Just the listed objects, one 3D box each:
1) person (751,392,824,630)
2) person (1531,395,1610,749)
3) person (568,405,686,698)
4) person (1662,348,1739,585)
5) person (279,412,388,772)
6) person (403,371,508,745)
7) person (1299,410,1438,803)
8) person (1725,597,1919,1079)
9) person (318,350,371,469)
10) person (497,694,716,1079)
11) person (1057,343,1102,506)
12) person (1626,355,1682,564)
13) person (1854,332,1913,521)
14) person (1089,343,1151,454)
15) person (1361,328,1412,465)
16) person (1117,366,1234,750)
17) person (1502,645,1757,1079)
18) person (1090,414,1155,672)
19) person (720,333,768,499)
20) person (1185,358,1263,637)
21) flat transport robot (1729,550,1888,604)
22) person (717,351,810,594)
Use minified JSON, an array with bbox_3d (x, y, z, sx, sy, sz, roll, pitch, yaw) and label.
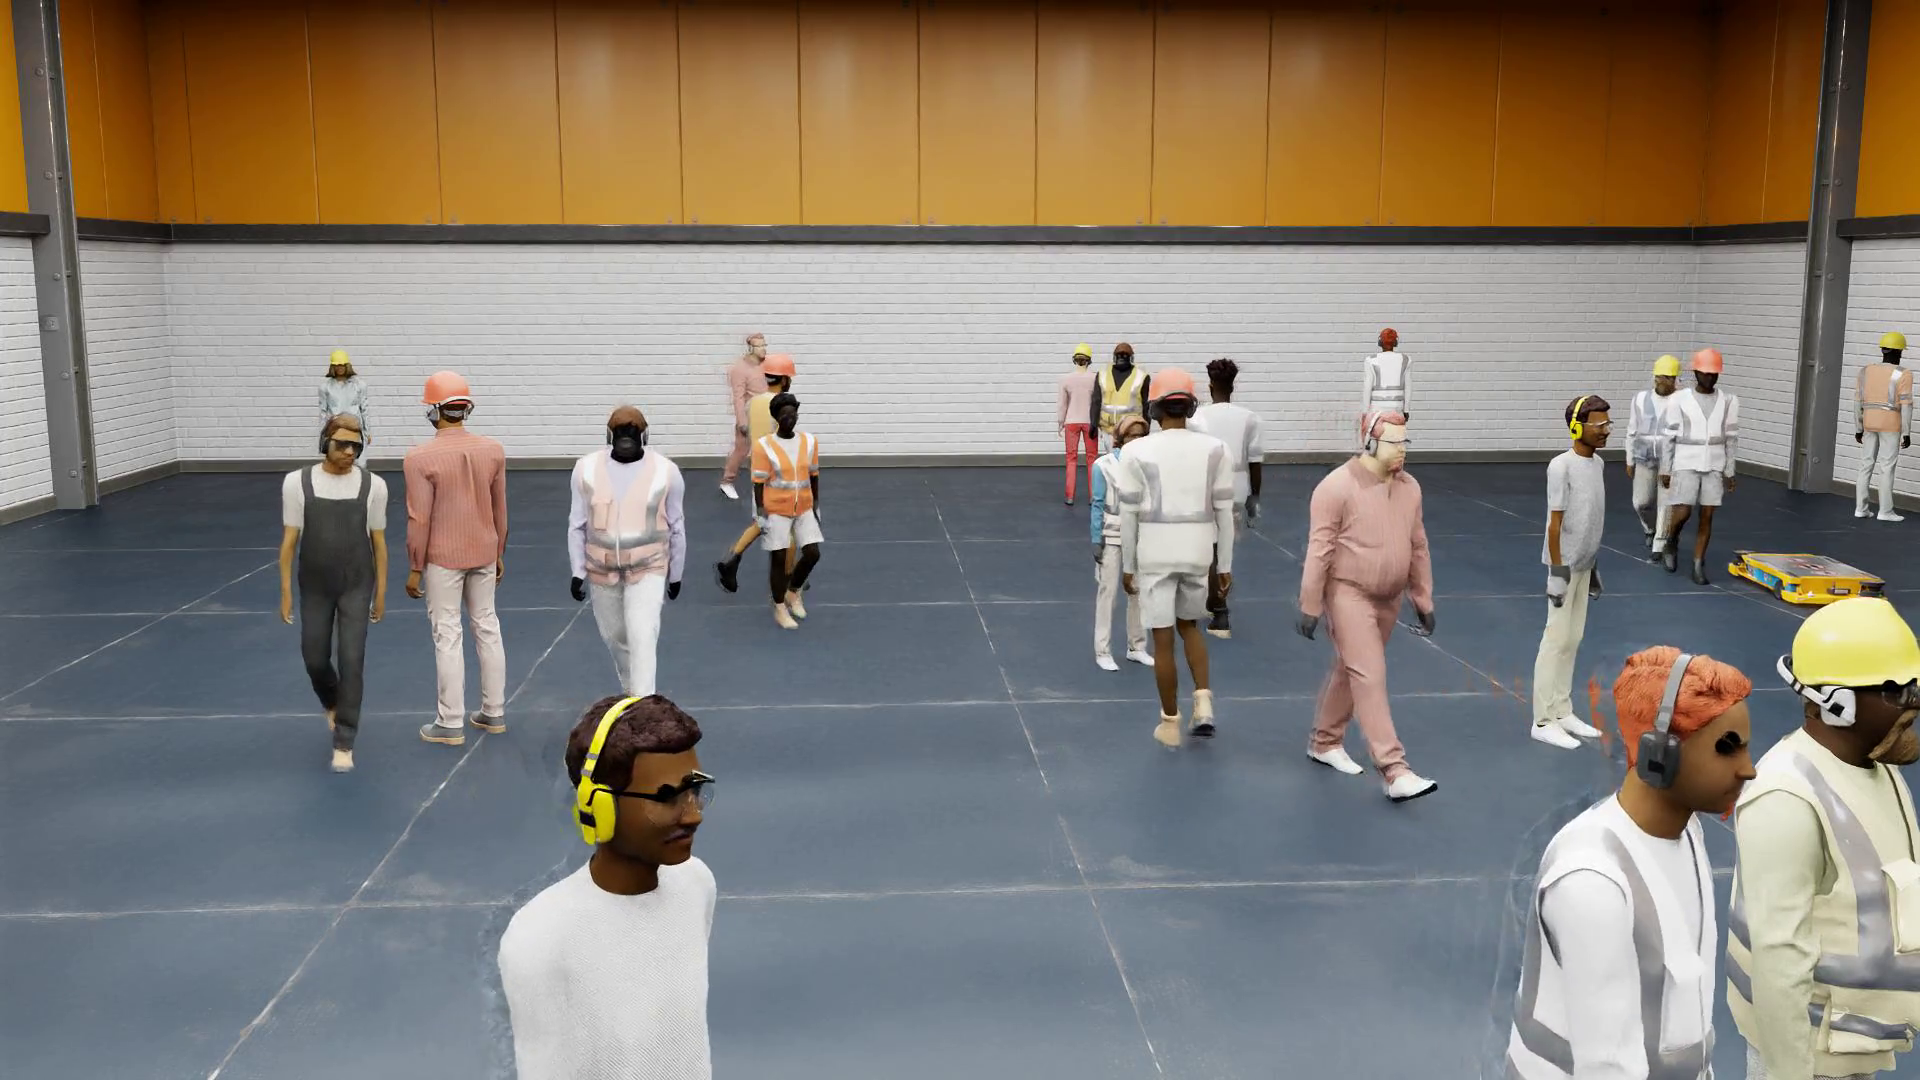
[{"bbox_3d":[-1.217,-0.199,11.702,0.557,1.681,0.365,-6,11,-32],"label":"person"},{"bbox_3d":[3.299,0.165,8.895,0.520,1.861,0.335,-9,13,-44],"label":"person"},{"bbox_3d":[-1.813,0.148,9.154,0.611,1.814,0.896,0,9,2],"label":"person"},{"bbox_3d":[5.999,-0.599,13.505,0.554,1.923,0.522,1,9,7],"label":"person"},{"bbox_3d":[-3.204,0.242,8.537,0.553,1.823,0.660,-3,10,-20],"label":"person"},{"bbox_3d":[-2.696,0.094,8.912,0.377,1.995,0.608,7,11,38],"label":"person"},{"bbox_3d":[2.033,0.306,8.042,0.653,1.850,1.000,-6,11,-34],"label":"person"},{"bbox_3d":[1.855,1.027,3.550,0.404,1.836,0.592,8,12,42],"label":"person"},{"bbox_3d":[-6.376,-1.100,17.240,0.505,1.727,0.618,-3,10,-20],"label":"person"},{"bbox_3d":[-0.612,1.144,2.849,0.935,1.833,0.520,6,11,34],"label":"person"},{"bbox_3d":[1.324,-1.251,18.078,0.533,1.765,0.329,1,9,8],"label":"person"},{"bbox_3d":[6.137,-0.713,14.533,0.597,1.820,0.588,7,11,37],"label":"person"},{"bbox_3d":[9.414,-1.152,16.943,0.371,1.925,0.595,-5,10,-27],"label":"person"},{"bbox_3d":[1.718,-1.210,17.765,0.626,1.796,0.980,4,10,23],"label":"person"},{"bbox_3d":[4.998,-1.537,19.504,0.576,1.882,0.362,0,9,-1],"label":"person"},{"bbox_3d":[1.117,0.099,8.797,0.602,2.021,0.458,-2,9,-12],"label":"person"},{"bbox_3d":[1.258,1.120,2.934,0.880,1.850,0.599,8,12,42],"label":"person"},{"bbox_3d":[1.046,0.016,10.549,0.514,1.630,0.315,-4,10,-24],"label":"person"},{"bbox_3d":[-2.305,-1.359,18.453,0.978,1.871,0.654,7,12,38],"label":"person"},{"bbox_3d":[1.783,-0.325,11.765,0.631,1.910,0.985,-2,9,-10],"label":"person"},{"bbox_3d":[6.648,0.289,13.085,0.652,0.197,1.431,1,9,5],"label":"flat transport robot"},{"bbox_3d":[-1.500,-0.498,12.881,0.547,1.918,0.749,7,12,39],"label":"person"}]
